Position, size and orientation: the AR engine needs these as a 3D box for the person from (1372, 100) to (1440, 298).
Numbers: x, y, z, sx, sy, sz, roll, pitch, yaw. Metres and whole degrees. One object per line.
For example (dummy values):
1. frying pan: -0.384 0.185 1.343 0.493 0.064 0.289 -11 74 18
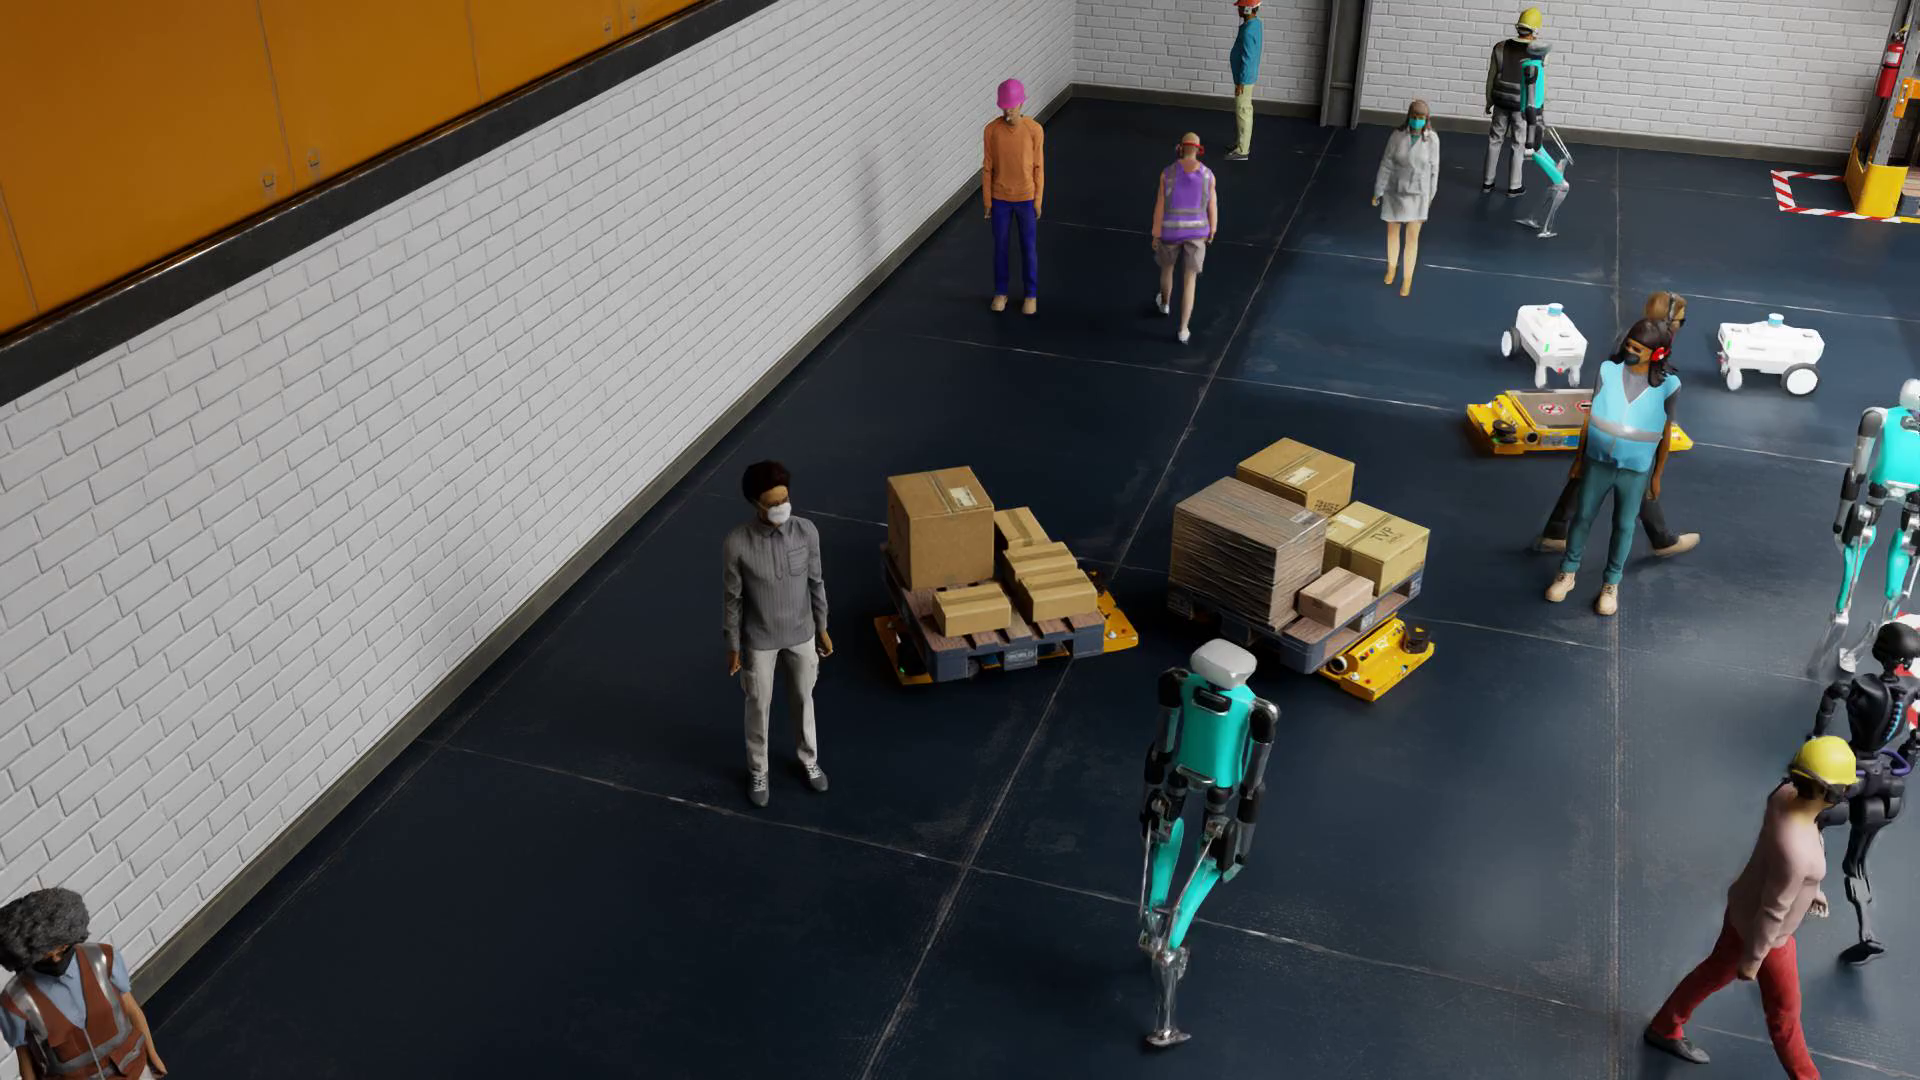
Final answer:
1. person: 3.781 -2.904 14.218 0.493 1.639 0.694 13 33 21

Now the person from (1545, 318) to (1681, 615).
1. person: 3.881 -0.438 9.796 0.521 1.865 0.394 18 35 27

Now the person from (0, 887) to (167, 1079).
1. person: -3.101 1.923 5.962 0.310 1.681 0.424 26 39 37

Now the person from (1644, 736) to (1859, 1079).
1. person: 3.304 1.529 6.595 0.875 1.714 0.530 9 32 15

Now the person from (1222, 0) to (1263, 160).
1. person: 2.972 -4.888 17.474 0.333 1.749 0.573 8 31 13

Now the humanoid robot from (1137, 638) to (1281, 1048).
1. humanoid robot: 0.876 1.338 6.912 0.530 1.764 0.901 19 35 29

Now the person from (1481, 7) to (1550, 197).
1. person: 5.486 -4.319 16.430 0.596 1.830 0.403 21 37 32

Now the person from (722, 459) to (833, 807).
1. person: -0.911 0.453 8.248 0.547 1.898 0.382 -11 32 -17

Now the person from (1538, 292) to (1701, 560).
1. person: 4.194 -0.685 10.295 0.988 1.779 0.524 0 30 0

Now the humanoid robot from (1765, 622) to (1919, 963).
1. humanoid robot: 3.964 1.119 7.353 0.603 1.637 0.644 -2 30 -3

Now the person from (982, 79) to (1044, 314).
1. person: 0.433 -2.846 13.794 0.517 1.973 0.401 5 31 8

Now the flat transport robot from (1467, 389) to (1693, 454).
1. flat transport robot: 4.495 -0.858 12.086 1.431 0.231 0.659 -1 30 -2

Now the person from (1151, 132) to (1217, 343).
1. person: 1.815 -2.499 13.504 0.526 1.654 0.865 2 31 4

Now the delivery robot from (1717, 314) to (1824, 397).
1. delivery robot: 6.249 -1.431 12.797 0.785 0.614 0.516 6 31 10

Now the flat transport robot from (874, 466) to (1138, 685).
1. flat transport robot: 0.264 0.498 9.777 1.431 0.231 0.659 -9 32 -14

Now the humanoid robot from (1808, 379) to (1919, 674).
1. humanoid robot: 5.056 0.081 9.113 0.540 1.866 0.707 12 33 20

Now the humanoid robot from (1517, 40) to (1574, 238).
1. humanoid robot: 5.528 -3.725 15.520 0.821 1.790 0.601 10 32 17

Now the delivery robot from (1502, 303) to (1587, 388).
1. delivery robot: 4.600 -1.563 12.990 0.499 0.582 0.773 -1 30 -1

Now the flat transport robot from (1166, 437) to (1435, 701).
1. flat transport robot: 2.004 0.468 9.829 1.431 0.231 0.659 26 39 37
